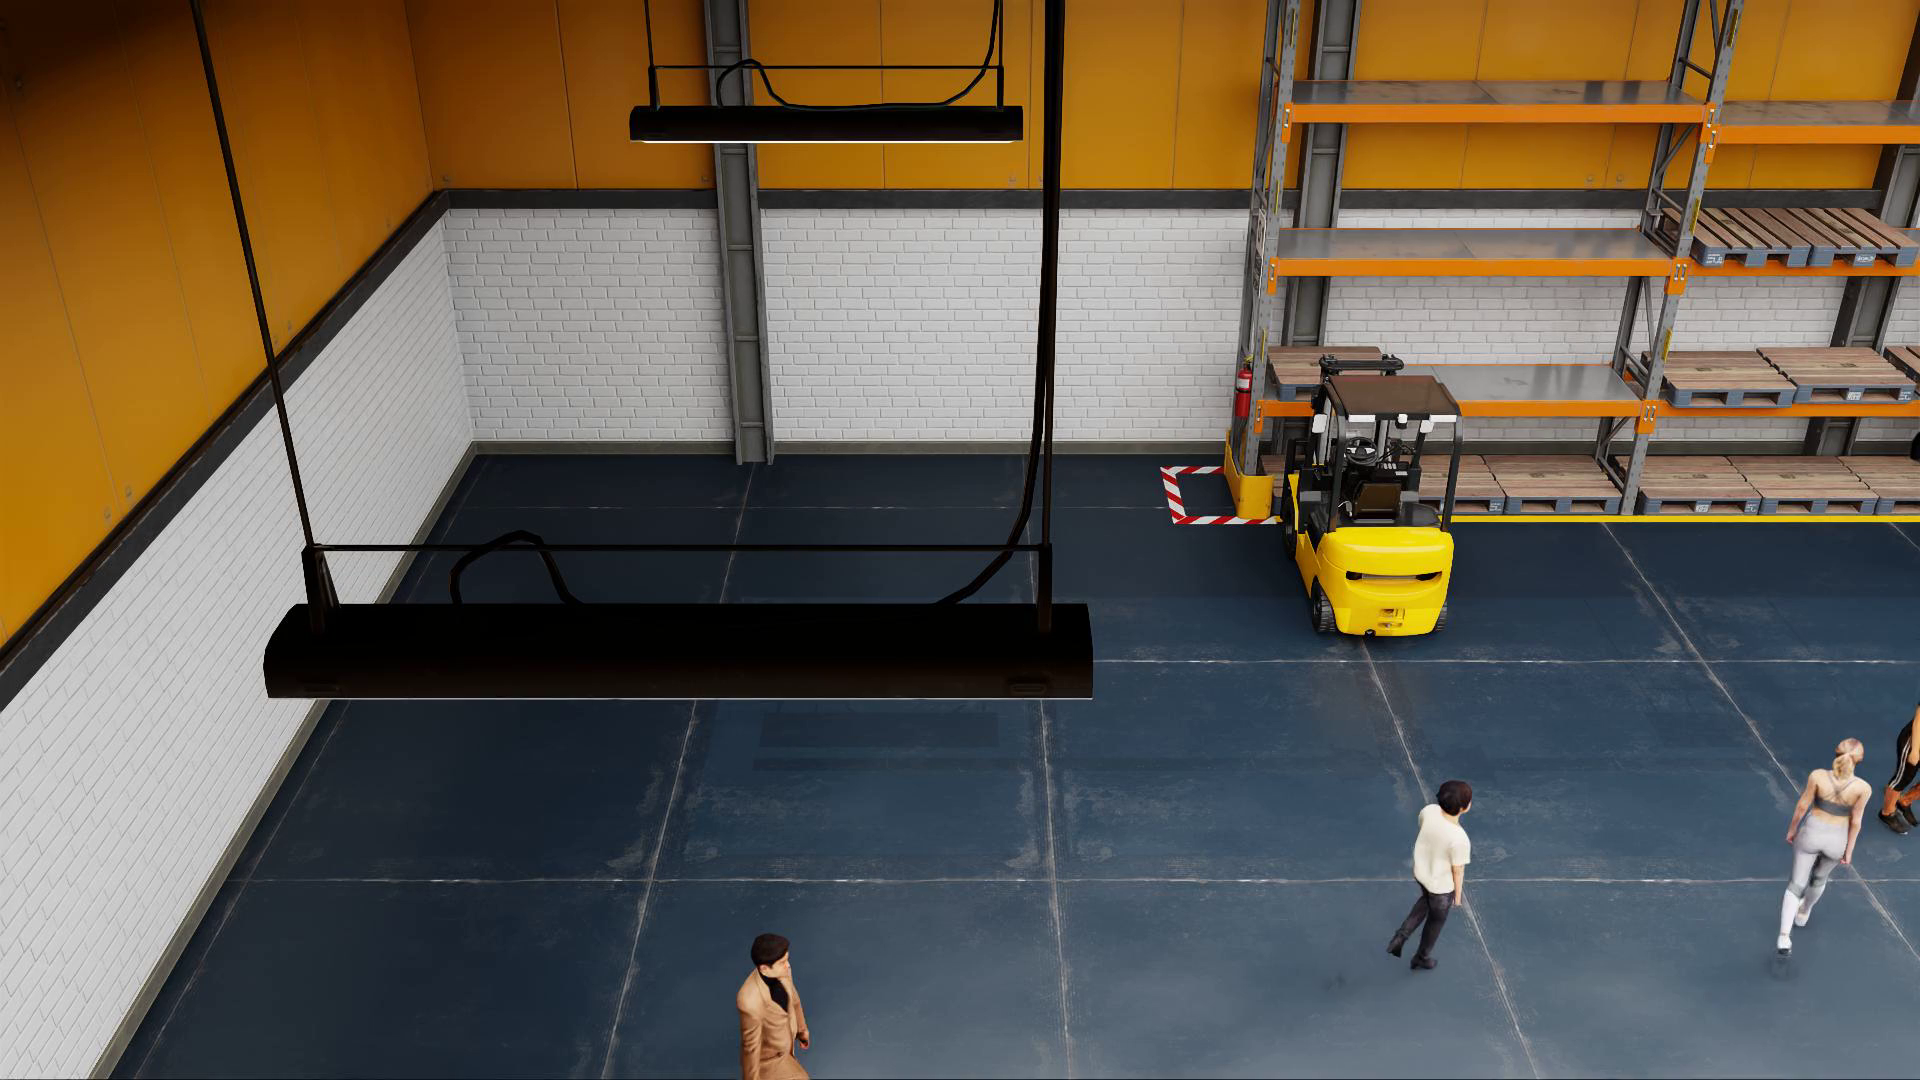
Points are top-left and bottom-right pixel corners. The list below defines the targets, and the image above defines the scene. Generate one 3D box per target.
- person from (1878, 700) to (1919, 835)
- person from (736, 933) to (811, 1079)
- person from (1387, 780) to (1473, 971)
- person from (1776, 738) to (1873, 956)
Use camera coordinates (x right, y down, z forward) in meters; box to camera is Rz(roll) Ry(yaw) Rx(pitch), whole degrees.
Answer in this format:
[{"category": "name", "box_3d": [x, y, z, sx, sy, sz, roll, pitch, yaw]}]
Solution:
[{"category": "person", "box_3d": [7.234, 1.463, 12.578, 0.638, 1.659, 0.755, -11, 30, -19]}, {"category": "person", "box_3d": [-1.185, 2.972, 9.756, 0.785, 1.712, 0.759, 9, 30, 16]}, {"category": "person", "box_3d": [3.131, 2.288, 11.149, 0.786, 1.578, 0.727, -13, 31, -22]}, {"category": "person", "box_3d": [5.875, 2.150, 11.393, 1.072, 1.587, 0.992, 16, 33, 27]}]
